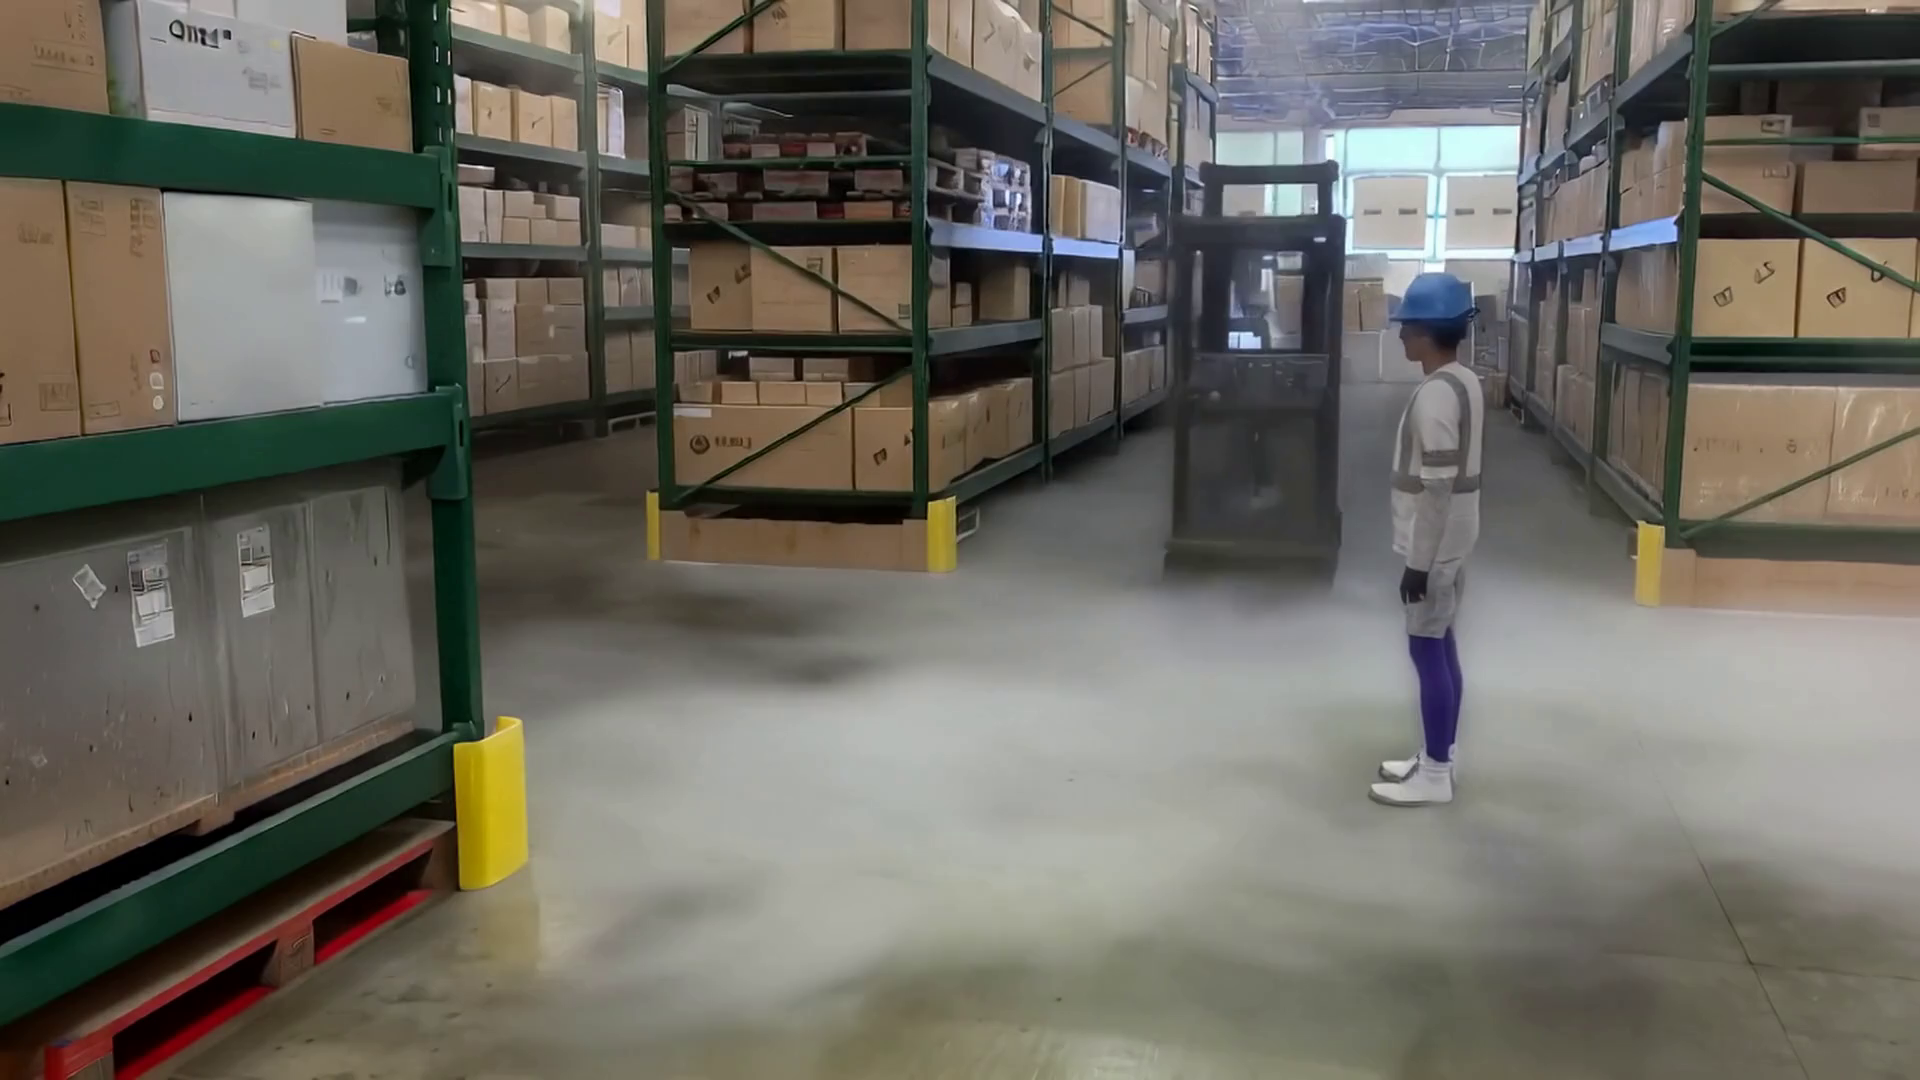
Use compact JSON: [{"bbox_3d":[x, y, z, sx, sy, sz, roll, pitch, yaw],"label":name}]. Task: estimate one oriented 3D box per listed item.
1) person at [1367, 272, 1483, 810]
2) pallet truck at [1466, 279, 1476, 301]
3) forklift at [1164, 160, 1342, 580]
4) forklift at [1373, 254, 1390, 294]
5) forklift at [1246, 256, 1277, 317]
[{"bbox_3d":[1.786,0.008,6.372,0.373,2.043,0.615,4,10,23],"label":"person"},{"bbox_3d":[18.896,-8.459,60.307,1.885,1.965,0.823,5,10,31],"label":"pallet truck"},{"bbox_3d":[2.151,-1.258,11.763,1.129,2.768,1.873,2,9,15],"label":"forklift"},{"bbox_3d":[13.862,-8.056,54.952,1.873,2.768,1.129,4,10,22],"label":"forklift"},{"bbox_3d":[11.003,-8.927,60.490,1.129,2.768,1.873,2,9,15],"label":"forklift"}]
